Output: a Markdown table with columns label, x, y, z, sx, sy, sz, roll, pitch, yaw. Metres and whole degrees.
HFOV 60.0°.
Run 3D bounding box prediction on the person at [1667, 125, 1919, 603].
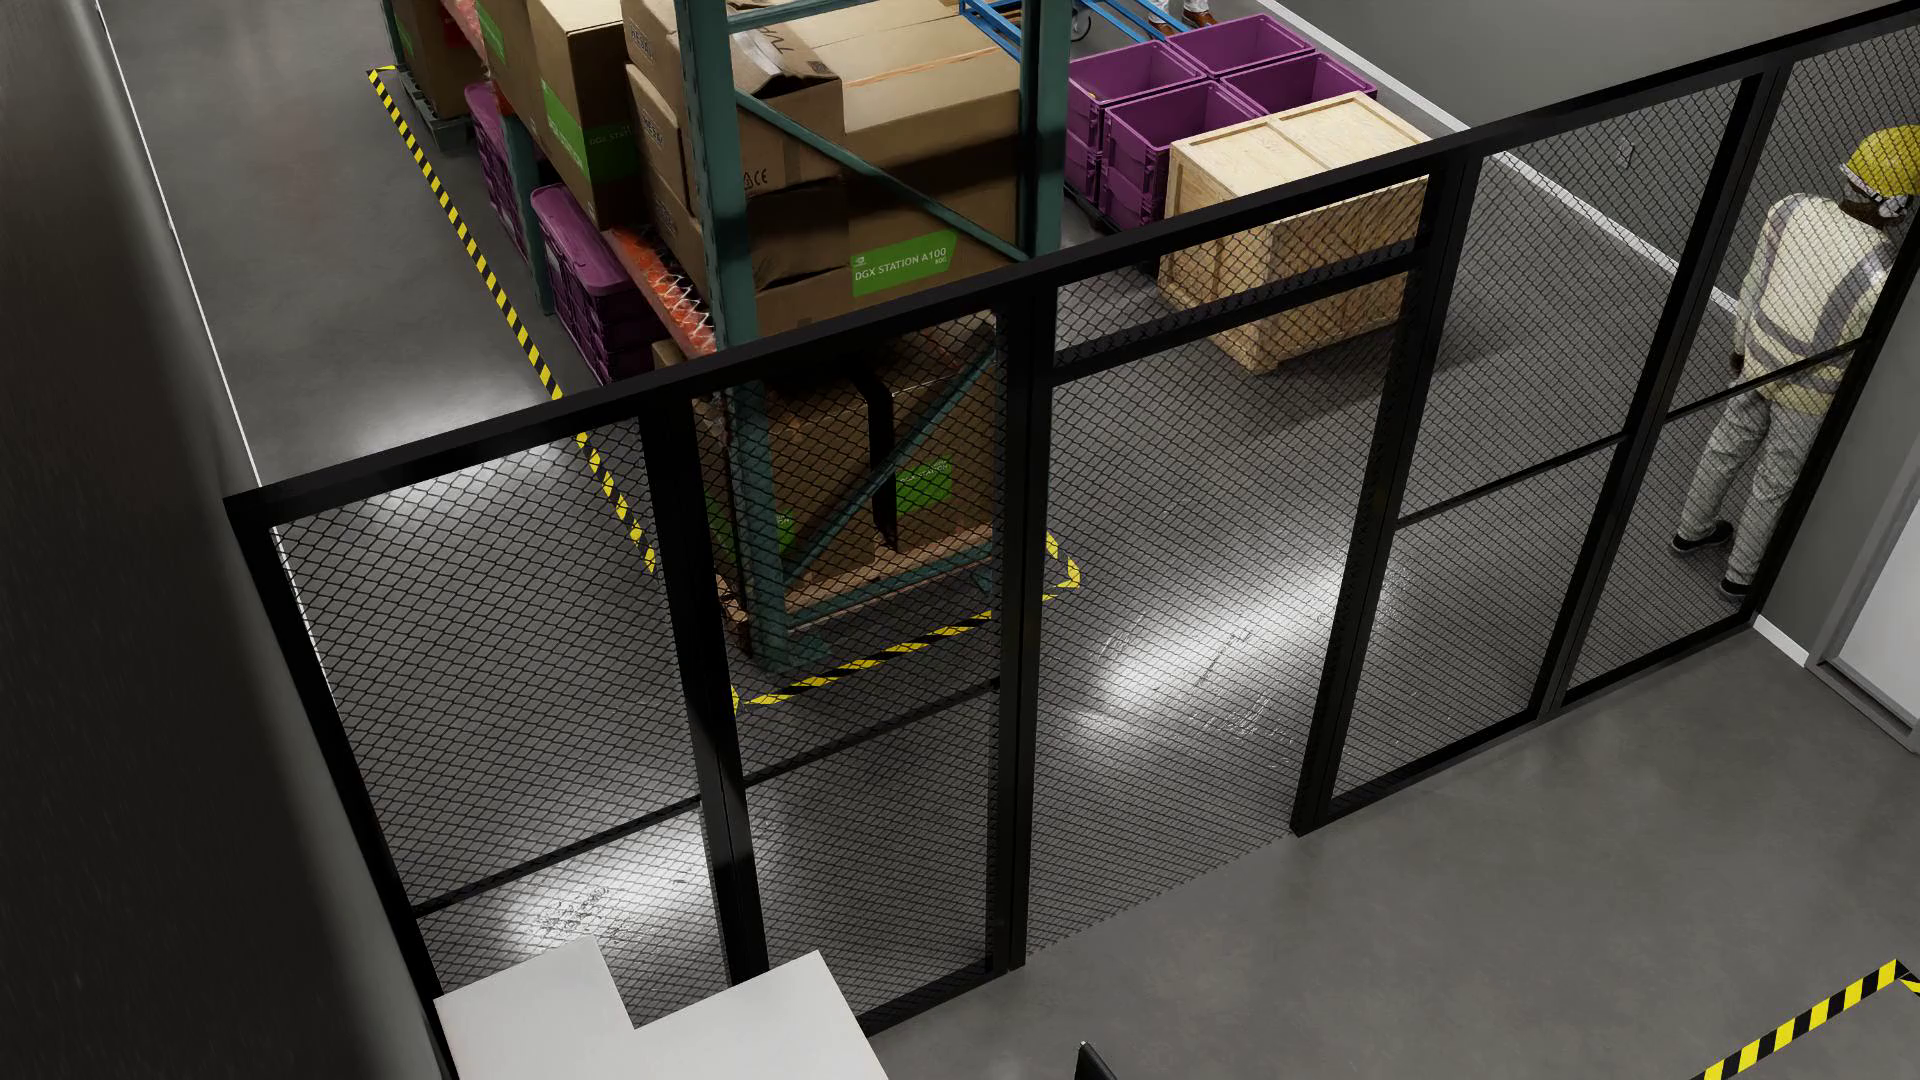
| label | x | y | z | sx | sy | sz | roll | pitch | yaw |
| --- | --- | --- | --- | --- | --- | --- | --- | --- | --- |
| person | 2.862 | -0.568 | 5.644 | 0.404 | 1.832 | 0.599 | -14 | 44 | -15 |

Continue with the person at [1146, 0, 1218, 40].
| label | x | y | z | sx | sy | sz | roll | pitch | yaw |
| --- | --- | --- | --- | --- | --- | --- | --- | --- | --- |
| person | 1.274 | -3.622 | 8.908 | 0.635 | 1.938 | 0.359 | -22 | 47 | -22 |
